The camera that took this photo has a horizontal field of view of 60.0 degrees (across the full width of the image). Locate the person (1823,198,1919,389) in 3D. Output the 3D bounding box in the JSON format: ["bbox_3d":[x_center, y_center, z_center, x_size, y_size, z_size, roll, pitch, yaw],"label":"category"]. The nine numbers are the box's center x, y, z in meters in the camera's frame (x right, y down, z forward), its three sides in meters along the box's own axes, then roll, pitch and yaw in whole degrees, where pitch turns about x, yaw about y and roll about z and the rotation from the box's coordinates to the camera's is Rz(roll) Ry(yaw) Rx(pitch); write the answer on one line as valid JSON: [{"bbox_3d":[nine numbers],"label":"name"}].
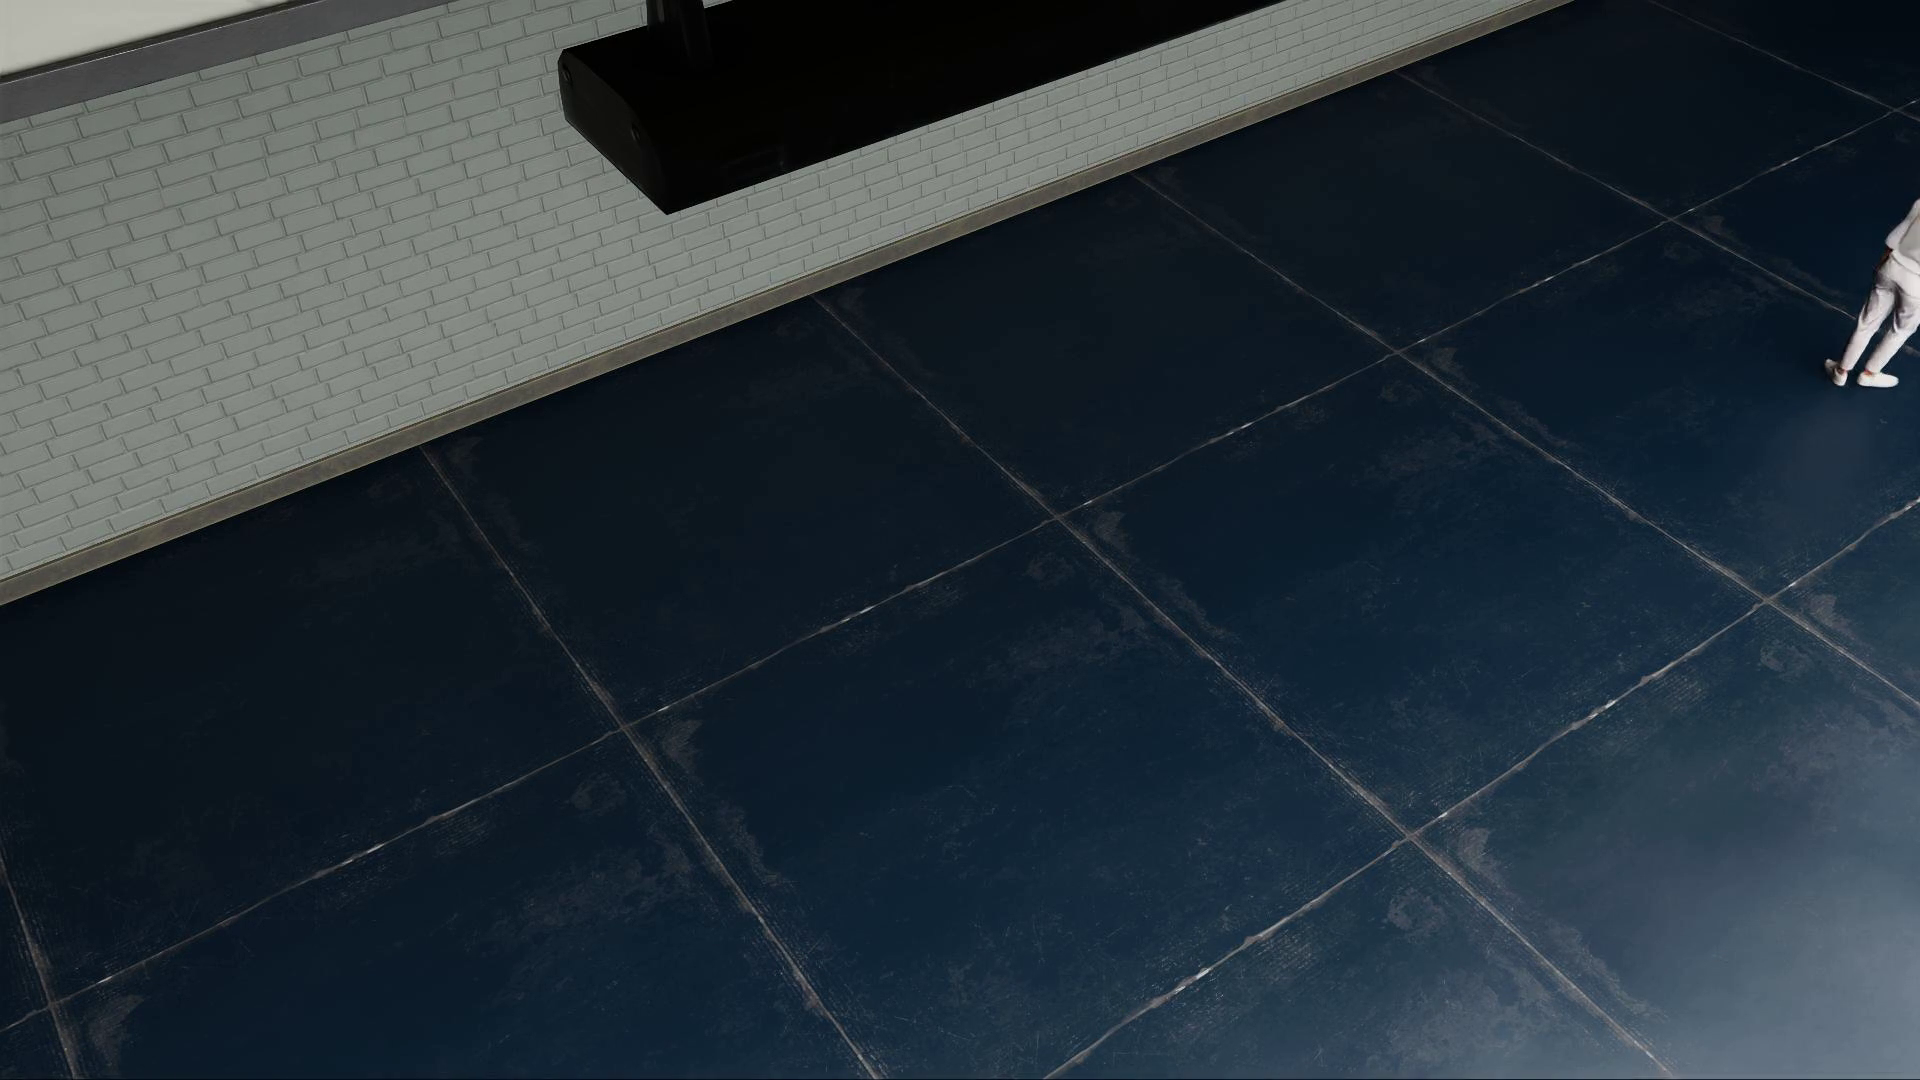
[{"bbox_3d":[6.153,-1.688,10.828,0.508,1.666,0.724,34,53,31],"label":"person"}]
